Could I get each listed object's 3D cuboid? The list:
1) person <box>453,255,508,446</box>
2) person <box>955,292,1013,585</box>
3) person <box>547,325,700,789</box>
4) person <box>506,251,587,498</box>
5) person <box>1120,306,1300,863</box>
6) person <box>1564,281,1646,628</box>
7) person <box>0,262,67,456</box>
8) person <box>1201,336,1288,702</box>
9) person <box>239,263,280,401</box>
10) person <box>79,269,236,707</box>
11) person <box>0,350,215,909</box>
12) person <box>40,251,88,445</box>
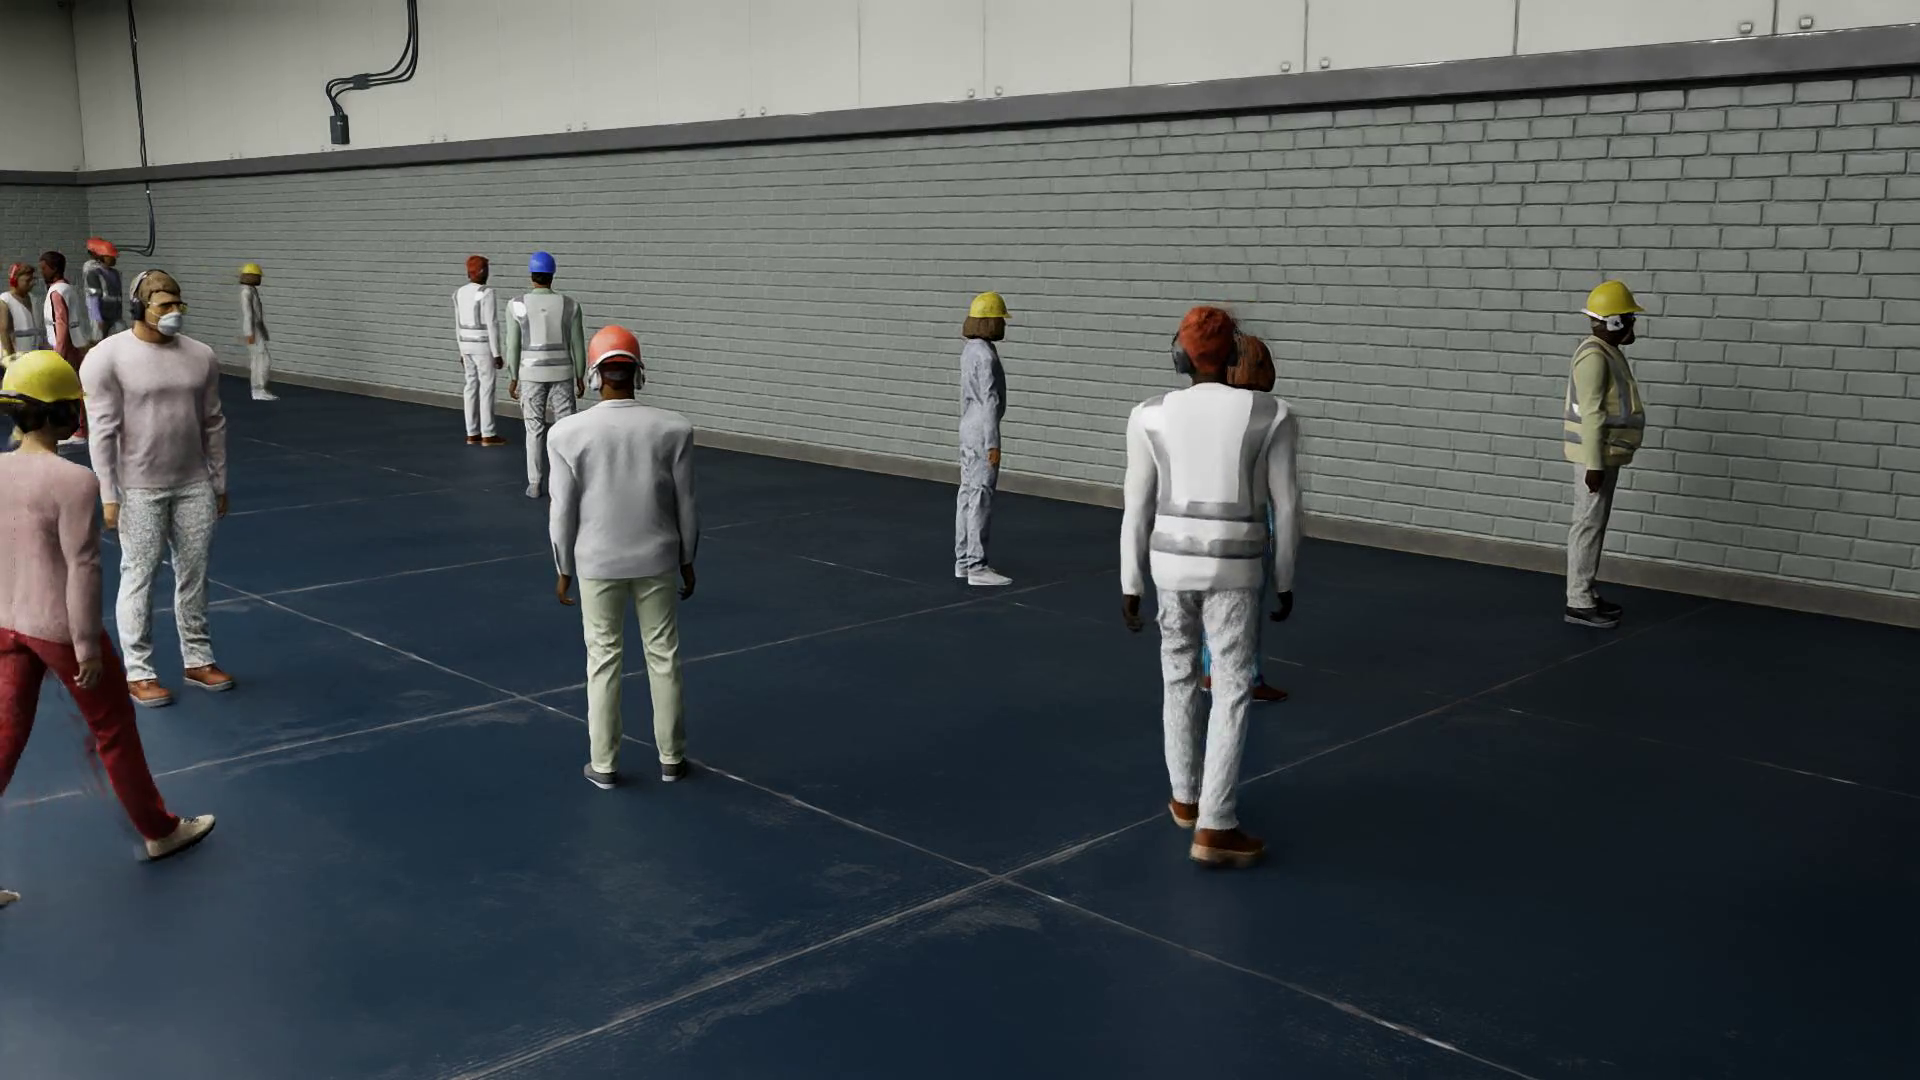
[{"bbox_3d":[-4.756,-1.867,16.465,0.581,1.878,0.373,7,13,35],"label":"person"},{"bbox_3d":[0.151,-0.607,9.966,0.324,1.743,0.491,-3,11,-15],"label":"person"},{"bbox_3d":[-1.261,0.067,6.281,0.559,1.746,0.332,-3,11,-18],"label":"person"},{"bbox_3d":[-3.286,-1.308,13.229,0.617,1.946,0.393,-4,11,-19],"label":"person"},{"bbox_3d":[0.827,0.143,5.634,0.595,1.850,0.706,3,11,17],"label":"person"},{"bbox_3d":[3.447,-0.462,8.920,0.404,1.834,0.600,5,12,26],"label":"person"},{"bbox_3d":[-8.760,-1.683,15.599,0.602,1.824,0.668,-1,10,-5],"label":"person"},{"bbox_3d":[1.273,-0.093,7.454,0.278,1.636,0.506,-7,12,-33],"label":"person"},{"bbox_3d":[-8.827,-2.615,20.953,0.415,1.722,0.536,-3,11,-18],"label":"person"},{"bbox_3d":[-3.560,-0.235,7.443,0.362,1.932,0.631,7,12,33],"label":"person"},{"bbox_3d":[-2.860,0.273,5.226,0.537,1.722,0.915,4,11,22],"label":"person"},{"bbox_3d":[-8.936,-1.912,16.611,0.391,1.918,0.593,-4,11,-21],"label":"person"}]
